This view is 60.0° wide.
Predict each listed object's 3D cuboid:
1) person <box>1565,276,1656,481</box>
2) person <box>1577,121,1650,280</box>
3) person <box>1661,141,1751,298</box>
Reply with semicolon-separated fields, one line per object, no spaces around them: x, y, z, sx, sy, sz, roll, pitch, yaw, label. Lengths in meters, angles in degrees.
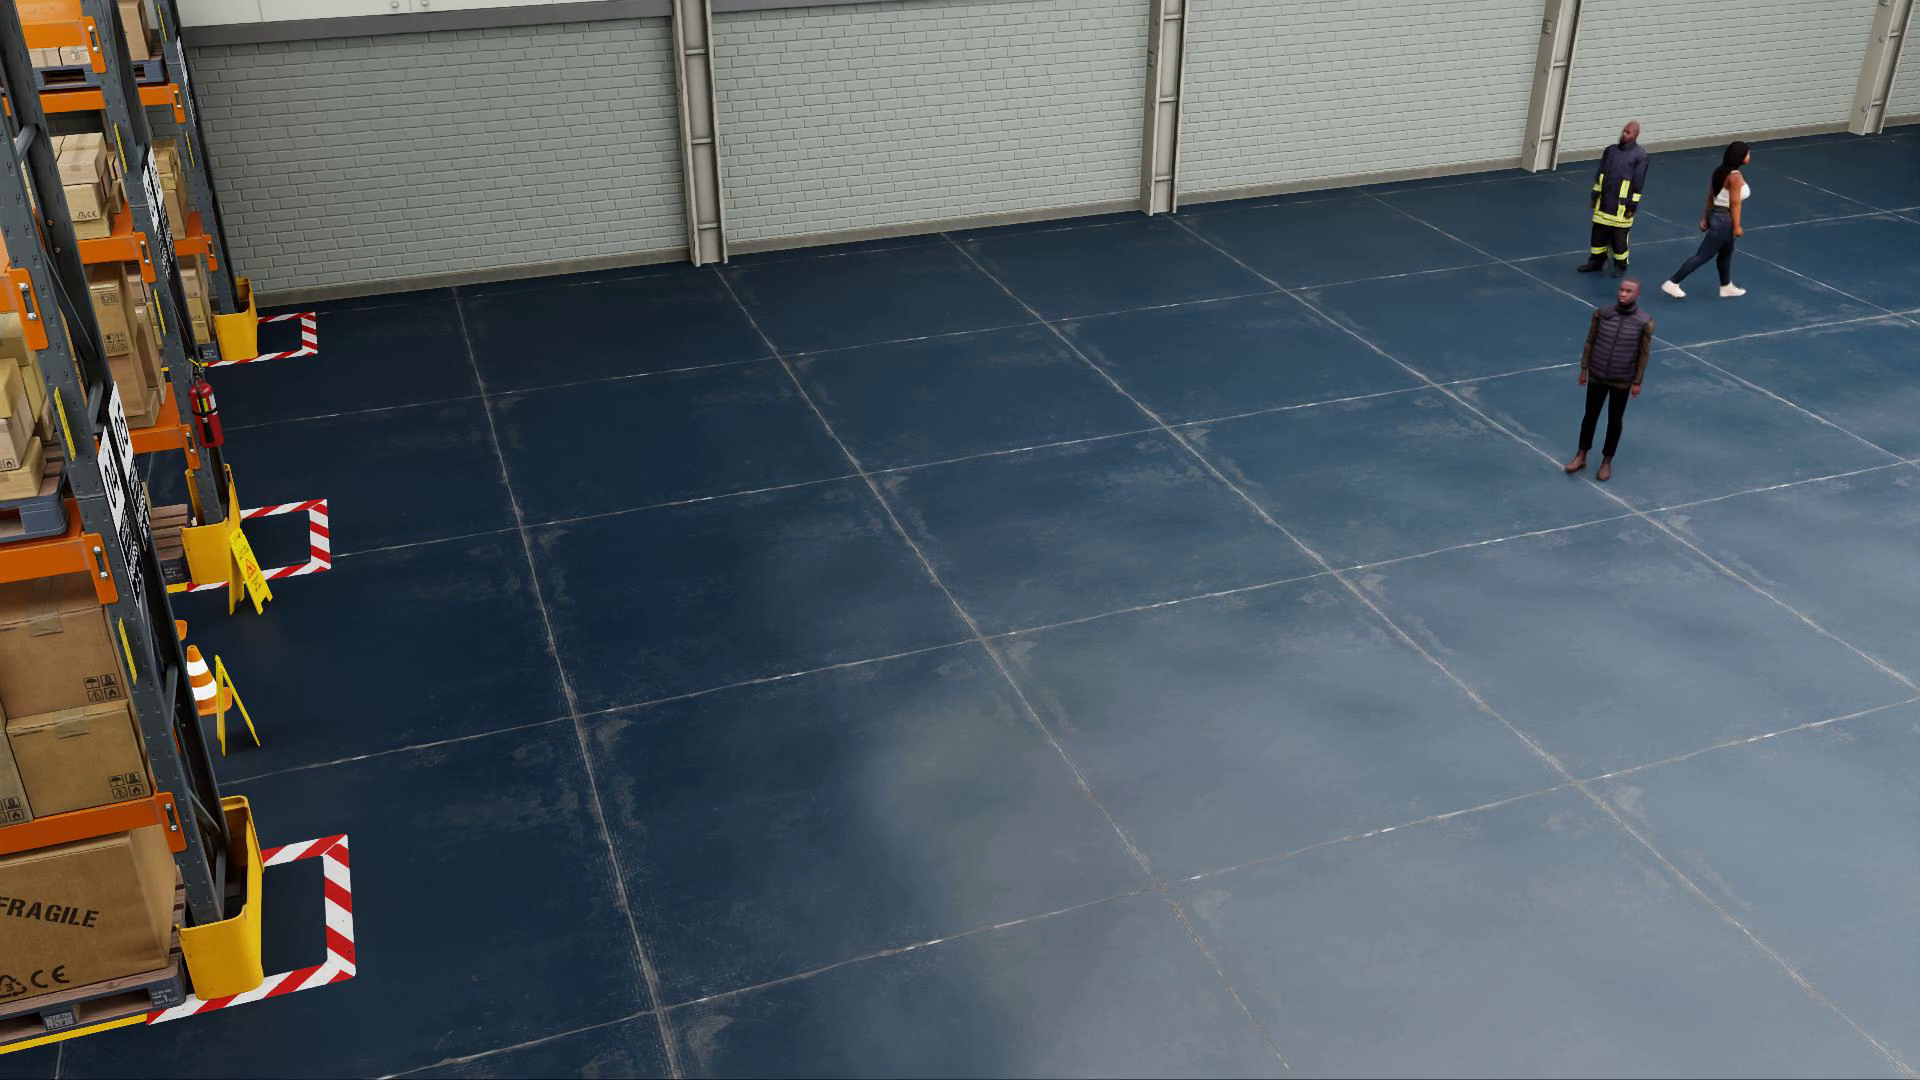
5.678;-1.421;14.476;0.779;1.835;0.779;20;34;32;person
7.622;-3.971;19.271;0.871;1.828;0.857;-16;32;-27;person
8.326;-3.493;18.438;1.280;1.768;0.988;2;28;4;person
